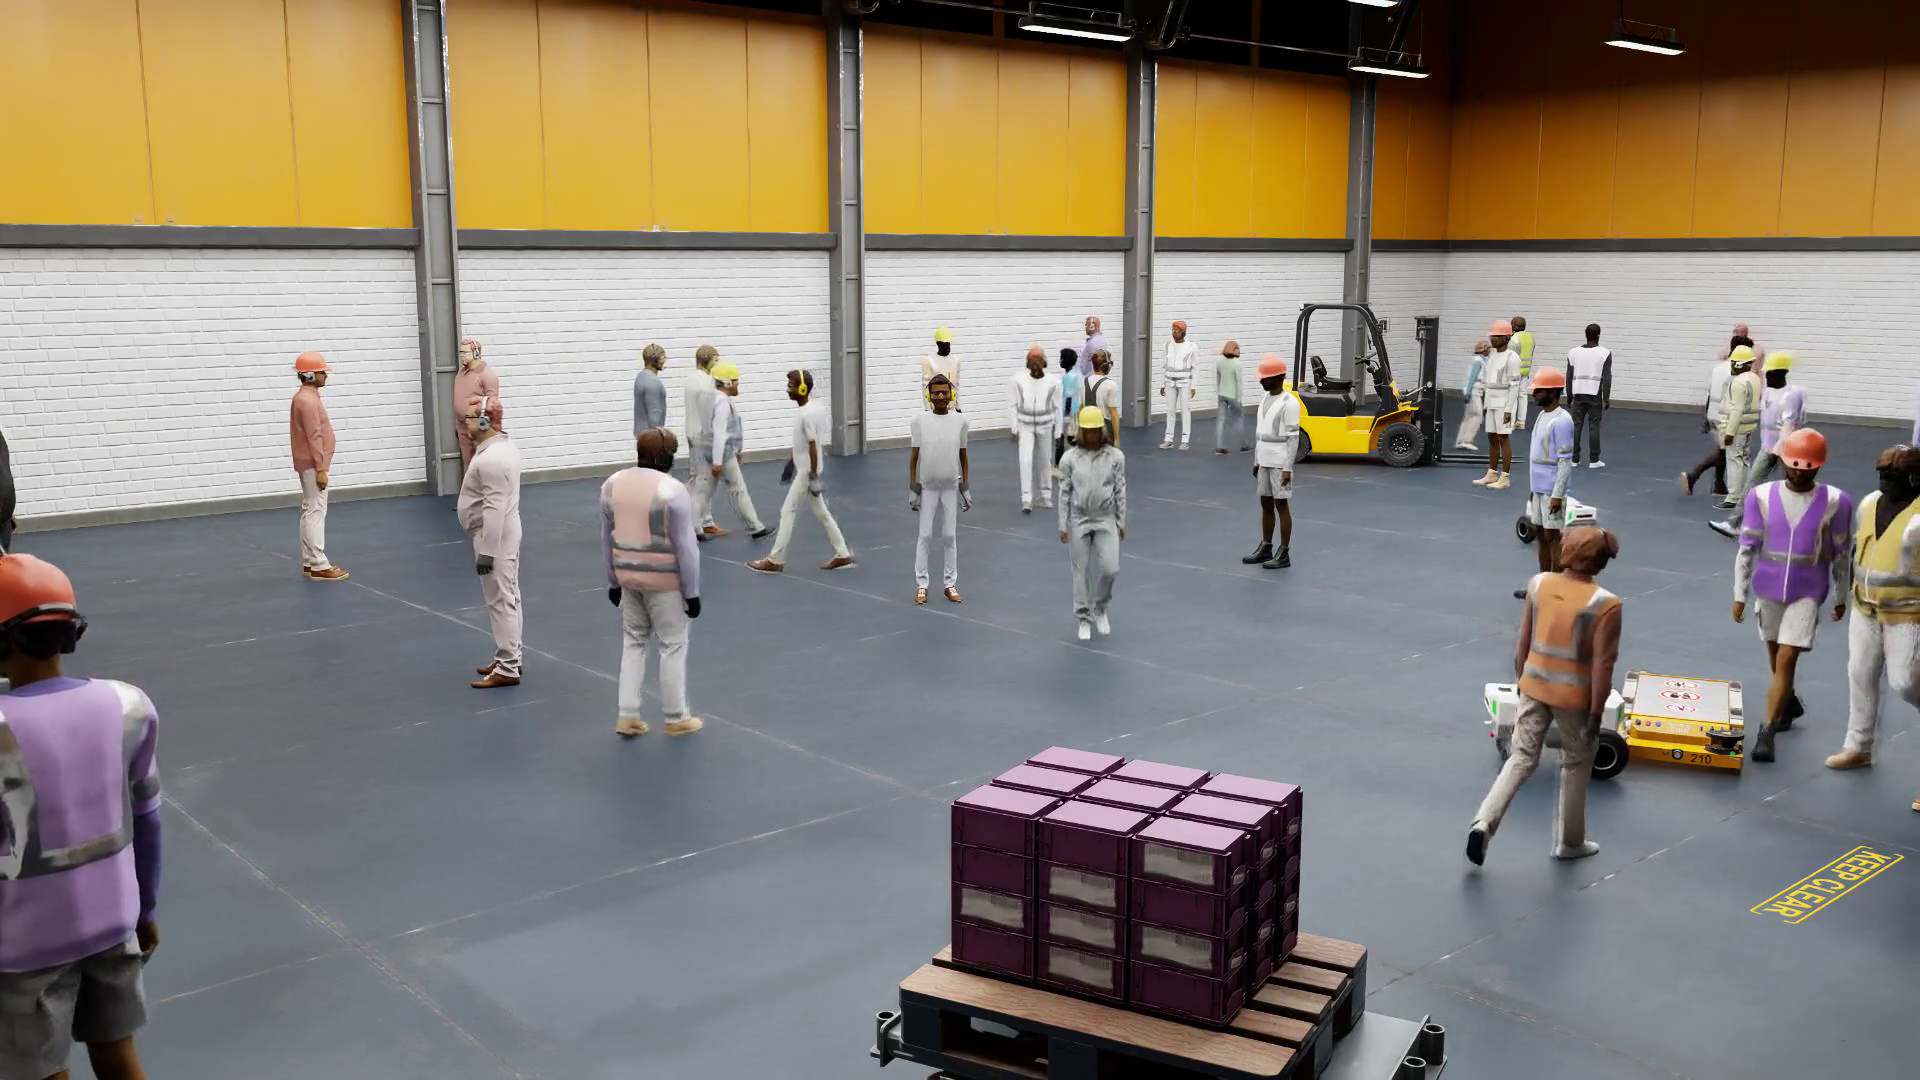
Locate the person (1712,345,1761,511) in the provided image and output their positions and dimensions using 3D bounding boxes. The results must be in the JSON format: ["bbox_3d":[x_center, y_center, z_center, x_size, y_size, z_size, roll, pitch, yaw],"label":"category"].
[{"bbox_3d":[8.619,-1.239,18.446,0.404,1.831,0.600,9,13,41],"label":"person"}]

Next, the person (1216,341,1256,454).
[{"bbox_3d":[3.914,-2.032,23.723,0.688,1.606,0.512,-8,13,-40],"label":"person"}]

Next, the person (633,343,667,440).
[{"bbox_3d":[-3.132,-1.028,16.933,0.376,1.936,0.630,-3,10,-18],"label":"person"}]

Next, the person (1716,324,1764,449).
[{"bbox_3d":[11.065,-2.140,23.690,0.663,1.853,1.016,-1,10,-7],"label":"person"}]

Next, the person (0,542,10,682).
[{"bbox_3d":[-6.691,0.043,11.063,0.904,1.808,0.589,2,10,12],"label":"person"}]

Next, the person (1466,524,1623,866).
[{"bbox_3d":[2.679,0.724,7.582,0.723,1.610,0.558,-7,12,-34],"label":"person"}]

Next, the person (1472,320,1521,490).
[{"bbox_3d":[6.501,-1.629,20.112,0.378,2.045,0.605,-2,10,-12],"label":"person"}]

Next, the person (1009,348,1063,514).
[{"bbox_3d":[0.833,-1.190,18.256,0.590,1.799,1.046,1,10,5],"label":"person"}]

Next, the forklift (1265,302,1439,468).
[{"bbox_3d":[5.320,-2.157,22.763,2.313,2.155,1.214,3,10,16],"label":"forklift"}]

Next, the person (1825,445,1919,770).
[{"bbox_3d":[5.141,0.380,9.022,0.638,1.816,0.662,-3,10,-18],"label":"person"}]

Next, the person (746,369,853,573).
[{"bbox_3d":[-1.410,-0.607,14.798,0.947,1.822,0.521,0,10,0],"label":"person"}]

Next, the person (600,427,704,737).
[{"bbox_3d":[-1.791,0.267,9.713,0.648,1.844,0.461,5,11,28],"label":"person"}]

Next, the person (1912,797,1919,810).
[{"bbox_3d":[5.111,0.424,8.234,0.381,1.994,0.622,-8,12,-38],"label":"person"}]

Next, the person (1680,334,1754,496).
[{"bbox_3d":[8.759,-1.420,19.251,0.743,1.924,0.610,0,10,-2],"label":"person"}]

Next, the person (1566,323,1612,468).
[{"bbox_3d":[8.382,-1.925,22.210,0.588,1.920,0.398,8,13,40],"label":"person"}]

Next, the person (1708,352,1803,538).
[{"bbox_3d":[7.982,-0.909,16.399,1.013,1.871,0.596,-2,10,-9],"label":"person"}]

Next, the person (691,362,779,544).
[{"bbox_3d":[-2.274,-0.847,16.273,0.909,1.784,0.604,-4,11,-23],"label":"person"}]

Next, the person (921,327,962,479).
[{"bbox_3d":[-0.214,-1.708,20.915,0.587,1.927,0.367,-8,12,-39],"label":"person"}]

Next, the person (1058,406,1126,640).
[{"bbox_3d":[0.964,-0.119,12.173,0.511,1.729,0.391,0,10,-2],"label":"person"}]

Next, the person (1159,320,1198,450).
[{"bbox_3d":[3.178,-2.250,24.214,0.572,1.886,0.354,6,12,33],"label":"person"}]

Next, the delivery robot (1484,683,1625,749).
[{"bbox_3d":[3.266,0.936,9.174,0.707,0.478,0.477,2,10,12],"label":"delivery robot"}]

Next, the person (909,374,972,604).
[{"bbox_3d":[-0.159,-0.414,13.504,0.520,1.873,0.328,-2,10,-10],"label":"person"}]

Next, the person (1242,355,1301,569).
[{"bbox_3d":[2.819,-0.703,15.029,0.374,1.929,0.542,-4,11,-24],"label":"person"}]

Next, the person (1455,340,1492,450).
[{"bbox_3d":[7.443,-2.093,24.082,0.472,1.600,0.534,3,10,16],"label":"person"}]

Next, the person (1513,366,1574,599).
[{"bbox_3d":[4.713,-0.429,13.400,0.376,1.936,0.549,0,10,0],"label":"person"}]

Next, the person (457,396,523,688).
[{"bbox_3d":[-3.076,0.011,10.909,0.406,1.911,0.636,-1,10,-7],"label":"person"}]

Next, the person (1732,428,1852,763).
[{"bbox_3d":[4.759,0.273,9.521,0.560,1.874,1.010,7,12,34],"label":"person"}]

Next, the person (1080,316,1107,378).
[{"bbox_3d":[2.017,-2.444,25.287,0.402,1.906,0.651,2,10,11],"label":"person"}]

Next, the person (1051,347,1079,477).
[{"bbox_3d":[1.447,-1.598,21.030,0.761,1.672,0.538,1,10,3],"label":"person"}]

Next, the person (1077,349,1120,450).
[{"bbox_3d":[1.467,-1.082,17.490,0.520,1.844,0.330,9,13,42],"label":"person"}]

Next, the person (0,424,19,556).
[{"bbox_3d":[-6.952,-0.202,11.769,0.536,2.000,0.672,4,10,21],"label":"person"}]

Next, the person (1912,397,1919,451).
[{"bbox_3d":[9.728,-0.893,16.299,1.082,1.871,0.628,-6,12,-33],"label":"person"}]

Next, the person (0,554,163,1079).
[{"bbox_3d":[-2.446,1.048,4.499,0.423,2.032,0.610,5,11,27],"label":"person"}]

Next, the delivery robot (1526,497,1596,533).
[{"bbox_3d":[5.833,-0.254,16.143,0.477,0.478,0.707,-3,10,-17],"label":"delivery robot"}]

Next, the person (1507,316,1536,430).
[{"bbox_3d":[9.010,-2.699,26.967,0.627,1.845,0.429,-6,11,-32],"label":"person"}]

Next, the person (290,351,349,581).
[{"bbox_3d":[-5.614,-0.644,14.488,0.379,1.995,0.610,-6,11,-30],"label":"person"}]

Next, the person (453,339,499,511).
[{"bbox_3d":[-5.347,-1.248,18.286,0.643,1.909,0.410,7,12,36],"label":"person"}]

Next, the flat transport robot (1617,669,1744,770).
[{"bbox_3d":[4.228,1.025,9.756,0.652,0.197,1.431,4,11,24],"label":"flat transport robot"}]

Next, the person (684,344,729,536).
[{"bbox_3d":[-2.592,-1.007,16.808,0.371,1.930,0.629,-5,11,-25],"label":"person"}]
